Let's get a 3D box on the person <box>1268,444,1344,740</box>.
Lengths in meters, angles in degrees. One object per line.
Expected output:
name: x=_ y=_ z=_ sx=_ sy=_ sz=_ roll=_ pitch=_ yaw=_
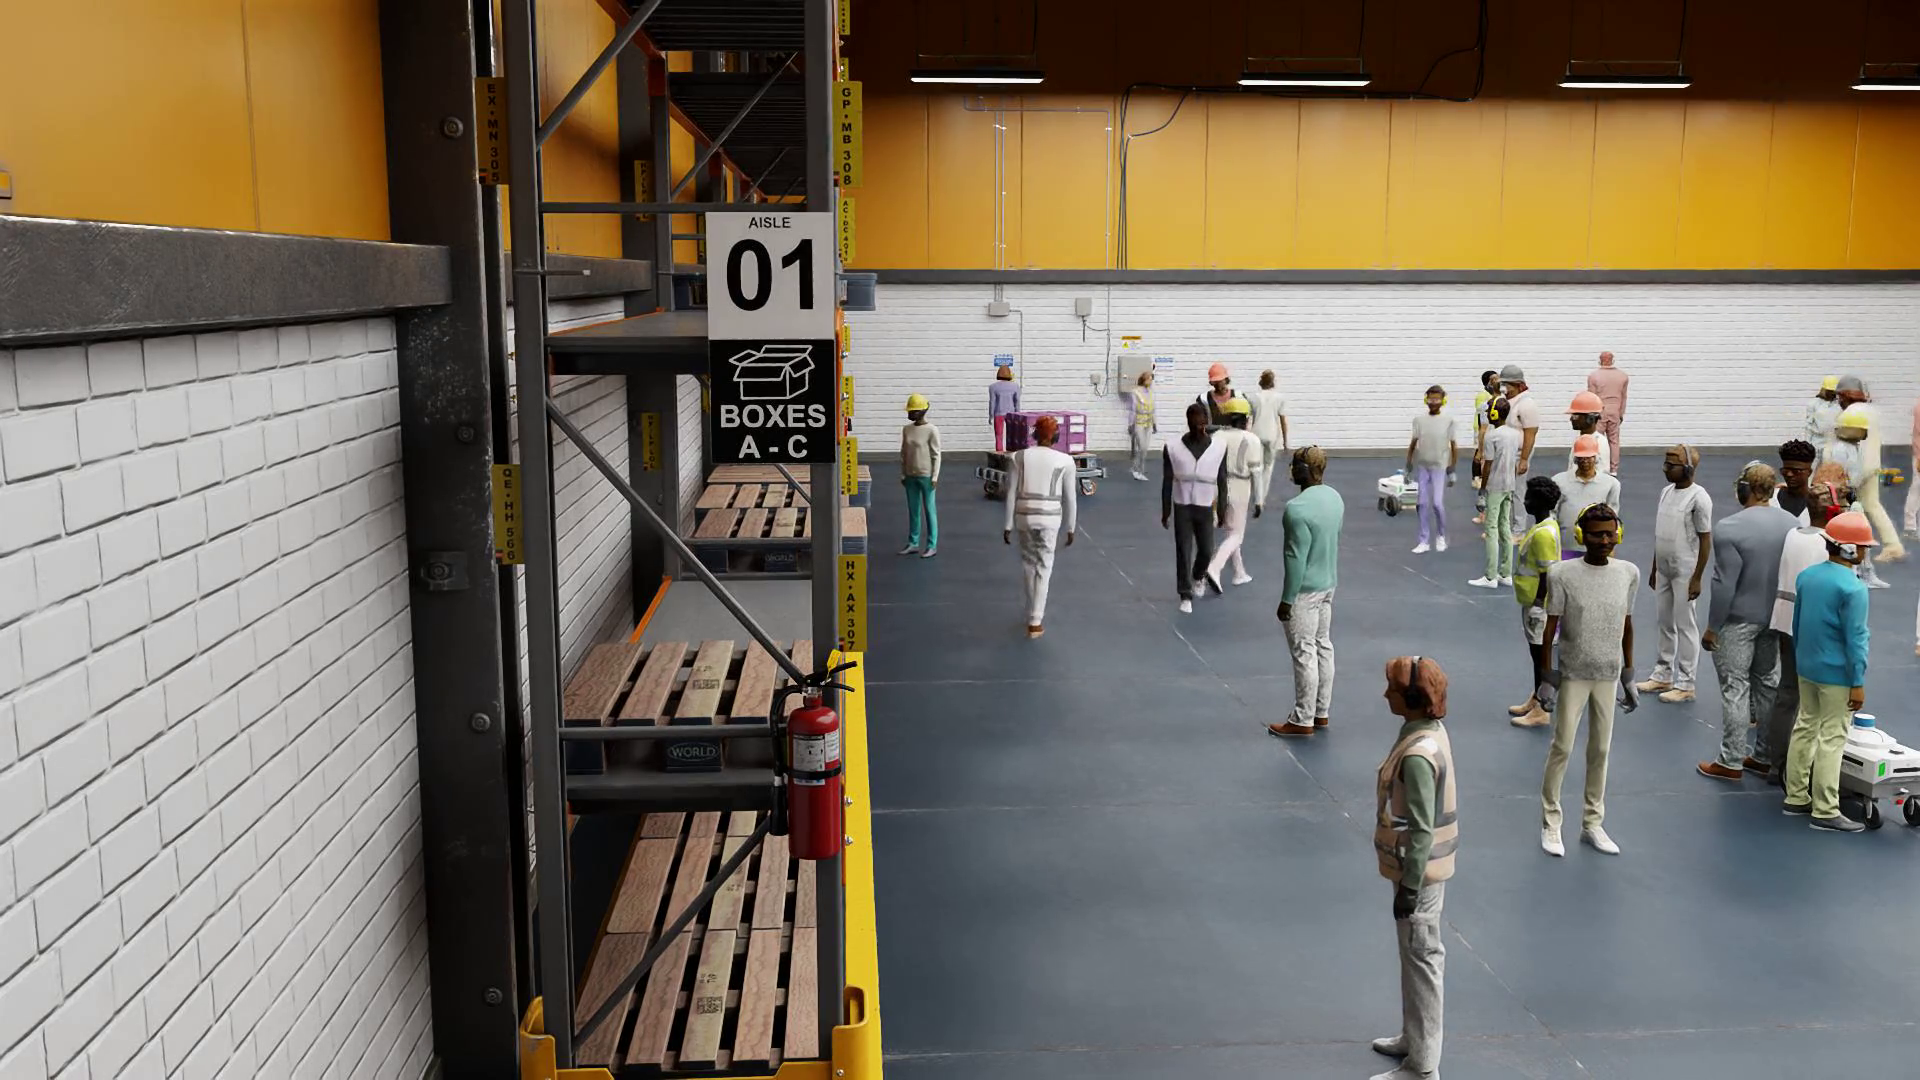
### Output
person: x=2.277 y=0.337 z=10.922 sx=0.370 sy=1.939 sz=0.631 roll=7 pitch=11 yaw=36

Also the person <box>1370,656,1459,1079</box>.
person: x=1.696 y=1.235 z=6.213 sx=0.313 sy=1.639 sz=0.517 roll=3 pitch=10 yaw=18

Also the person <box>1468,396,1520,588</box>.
person: x=5.223 y=-0.462 z=16.188 sx=0.511 sy=1.863 sz=0.327 roll=-7 pitch=11 yaw=-36

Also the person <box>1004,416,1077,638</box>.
person: x=0.704 y=-0.134 z=14.178 sx=0.588 sy=1.836 sz=0.903 roll=2 pitch=9 yaw=15

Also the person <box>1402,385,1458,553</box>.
person: x=5.118 y=-0.770 z=18.156 sx=0.562 sy=1.856 sz=0.370 roll=7 pitch=11 yaw=37

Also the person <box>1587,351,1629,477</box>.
person: x=9.689 y=-1.890 z=25.019 sx=0.638 sy=1.904 sz=0.402 roll=-1 pitch=9 yaw=-6

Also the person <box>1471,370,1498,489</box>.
person: x=7.468 y=-1.567 z=23.628 sx=0.317 sy=1.696 sz=0.540 roll=6 pitch=11 yaw=35

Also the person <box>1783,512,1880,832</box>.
person: x=4.813 y=0.711 z=9.151 sx=0.342 sy=1.748 sz=0.573 roll=-1 pitch=9 yaw=-4

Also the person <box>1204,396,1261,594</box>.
person: x=2.585 y=-0.443 z=16.022 sx=0.590 sy=1.885 sz=0.932 roll=9 pitch=12 yaw=43

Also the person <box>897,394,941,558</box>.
person: x=-0.438 y=-0.688 z=17.905 sx=0.526 sy=1.765 sz=0.330 roll=8 pitch=12 yaw=40

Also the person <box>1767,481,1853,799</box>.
person: x=4.956 y=0.576 z=9.704 sx=0.388 sy=1.847 sz=0.563 roll=-2 pitch=9 yaw=-10

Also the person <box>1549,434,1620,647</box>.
person: x=5.048 y=0.014 z=13.528 sx=0.563 sy=1.752 sz=0.326 roll=3 pitch=10 yaw=20

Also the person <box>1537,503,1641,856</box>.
person: x=3.292 y=0.726 z=8.696 sx=0.533 sy=1.869 sz=0.311 roll=-1 pitch=9 yaw=-4

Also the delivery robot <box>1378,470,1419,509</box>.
delivery robot: x=5.602 y=-0.649 z=21.147 sx=0.477 sy=0.478 sz=0.707 roll=-1 pitch=9 yaw=-8

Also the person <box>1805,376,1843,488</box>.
person: x=11.144 y=-1.238 z=21.431 sx=0.486 sy=1.742 sz=0.300 roll=2 pitch=9 yaw=12

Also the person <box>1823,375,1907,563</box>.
person: x=9.539 y=-0.784 z=17.640 sx=0.725 sy=2.000 sz=1.029 roll=-6 pitch=11 yaw=-35

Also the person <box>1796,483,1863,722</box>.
person: x=5.670 y=0.458 z=10.907 sx=0.537 sy=1.699 sz=0.321 roll=-2 pitch=9 yaw=-10

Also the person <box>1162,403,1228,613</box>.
person: x=2.126 y=-0.311 z=15.139 sx=0.596 sy=1.902 sz=0.616 roll=0 pitch=9 yaw=2

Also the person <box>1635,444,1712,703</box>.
person: x=5.103 y=0.235 z=11.851 sx=0.331 sy=1.844 sz=0.519 roll=-2 pitch=9 yaw=-12

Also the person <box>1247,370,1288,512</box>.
person: x=3.892 y=-1.285 z=21.499 sx=0.668 sy=1.803 sz=0.826 roll=1 pitch=9 yaw=5

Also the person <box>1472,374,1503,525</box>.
person: x=6.485 y=-1.094 z=20.198 sx=0.508 sy=1.847 sz=0.345 roll=-3 pitch=10 yaw=-21

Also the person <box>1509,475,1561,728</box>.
person: x=3.885 y=0.413 z=11.199 sx=0.315 sy=1.695 sz=0.541 roll=3 pitch=9 yaw=17

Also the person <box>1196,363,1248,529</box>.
person: x=3.146 y=-1.150 z=20.119 sx=0.628 sy=2.003 sz=0.743 roll=0 pitch=9 yaw=3

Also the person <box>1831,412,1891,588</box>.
person: x=8.673 y=-0.390 z=16.230 sx=0.493 sy=1.705 sz=0.790 roll=-6 pitch=11 yaw=-32

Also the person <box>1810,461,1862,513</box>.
person: x=6.566 y=0.210 z=12.671 sx=0.505 sy=1.632 sz=0.269 roll=7 pitch=11 yaw=36

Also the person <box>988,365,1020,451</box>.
person: x=0.692 y=-1.926 z=26.091 sx=0.508 sy=1.630 sz=0.268 roll=-2 pitch=9 yaw=-12

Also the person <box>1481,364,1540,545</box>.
person: x=6.171 y=-0.964 z=18.770 sx=0.535 sy=2.000 sz=0.687 roll=-2 pitch=9 yaw=-11

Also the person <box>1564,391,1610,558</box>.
person: x=5.353 y=-0.254 z=14.299 sx=0.394 sy=2.044 sz=0.609 roll=1 pitch=9 yaw=4

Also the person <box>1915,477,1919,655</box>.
person: x=7.840 y=0.046 z=13.084 sx=0.430 sy=1.836 sz=0.626 roll=-5 pitch=10 yaw=-26

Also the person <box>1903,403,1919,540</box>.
person: x=11.117 y=-0.935 z=18.811 sx=0.659 sy=1.961 sz=0.903 roll=-3 pitch=9 yaw=-17

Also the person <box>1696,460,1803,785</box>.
person: x=4.716 y=0.492 z=9.945 sx=0.636 sy=1.938 sz=0.355 roll=-3 pitch=10 yaw=-20

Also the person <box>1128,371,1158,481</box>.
person: x=2.702 y=-1.670 z=24.482 sx=0.393 sy=1.618 sz=0.533 roll=9 pitch=13 yaw=44

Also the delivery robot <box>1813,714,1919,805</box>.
delivery robot: x=5.084 y=1.226 z=9.378 sx=0.477 sy=0.478 sz=0.707 roll=-2 pitch=9 yaw=-11
